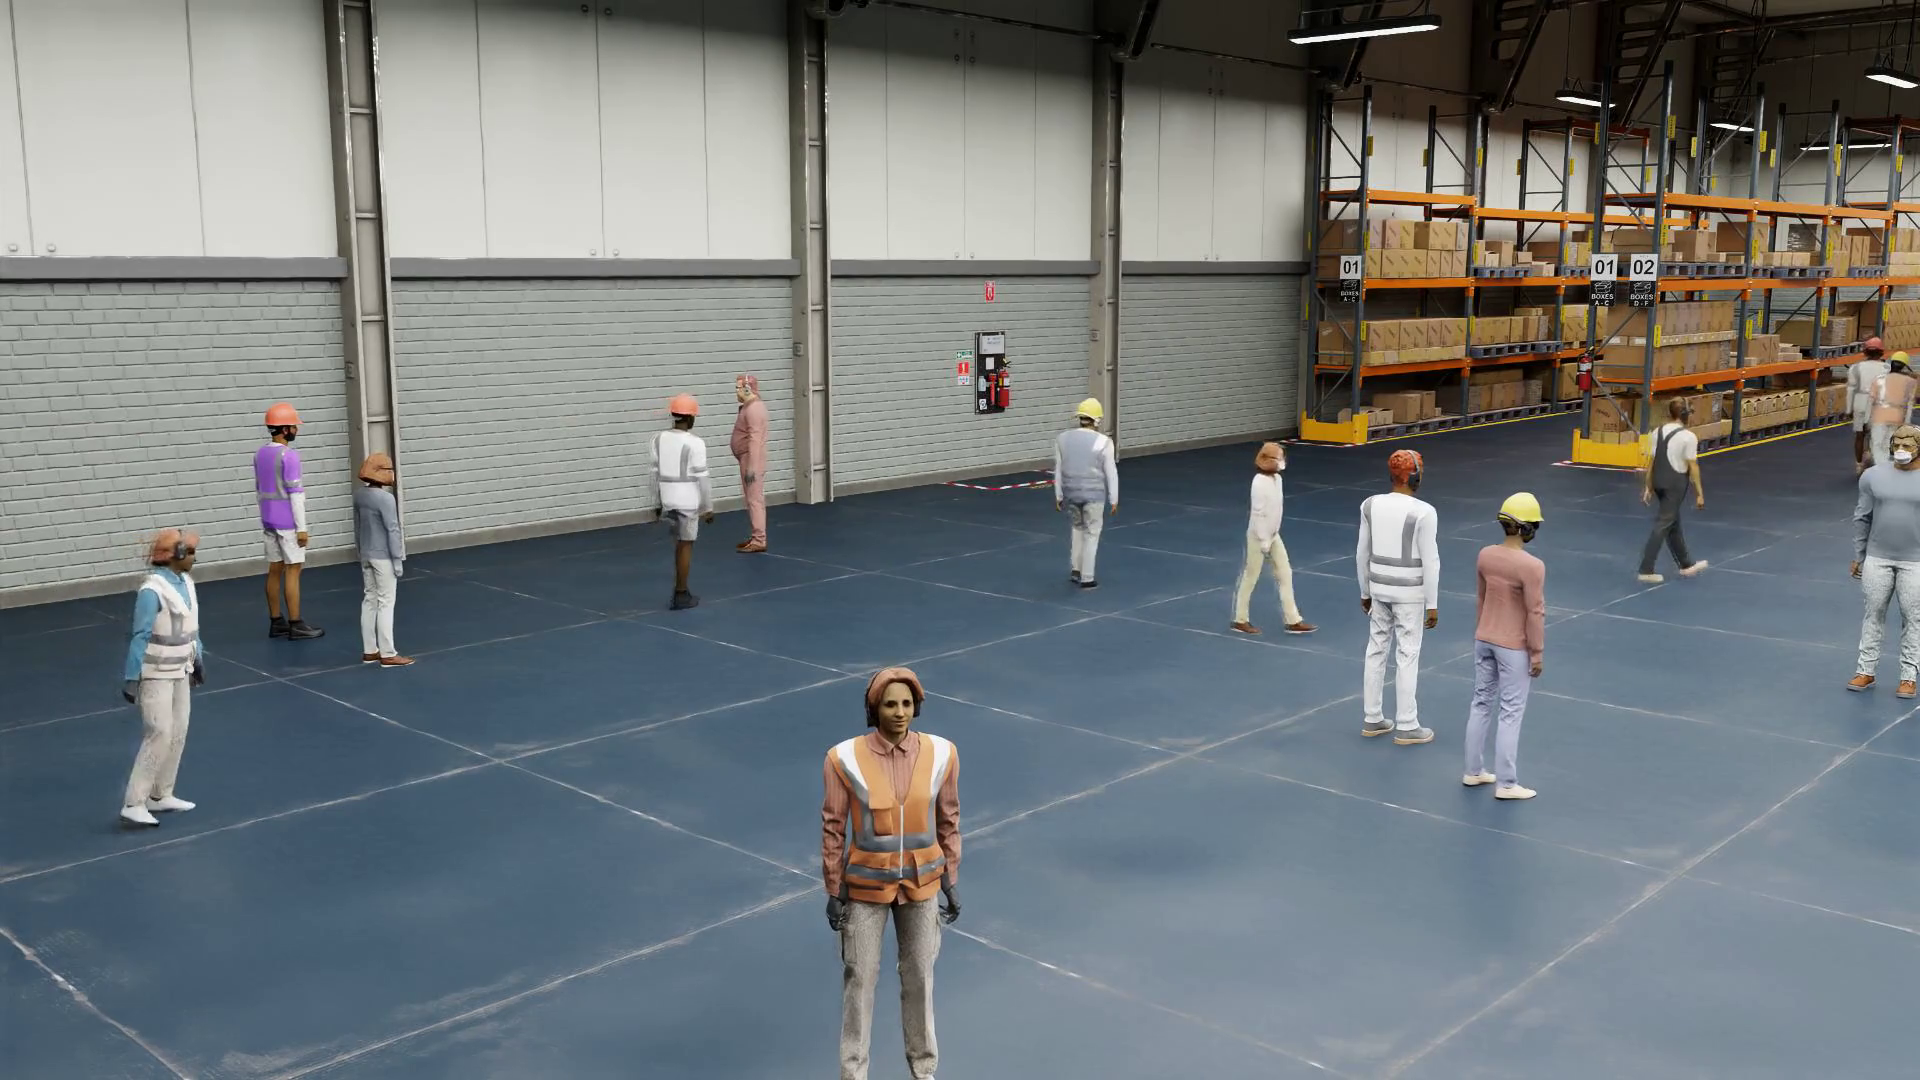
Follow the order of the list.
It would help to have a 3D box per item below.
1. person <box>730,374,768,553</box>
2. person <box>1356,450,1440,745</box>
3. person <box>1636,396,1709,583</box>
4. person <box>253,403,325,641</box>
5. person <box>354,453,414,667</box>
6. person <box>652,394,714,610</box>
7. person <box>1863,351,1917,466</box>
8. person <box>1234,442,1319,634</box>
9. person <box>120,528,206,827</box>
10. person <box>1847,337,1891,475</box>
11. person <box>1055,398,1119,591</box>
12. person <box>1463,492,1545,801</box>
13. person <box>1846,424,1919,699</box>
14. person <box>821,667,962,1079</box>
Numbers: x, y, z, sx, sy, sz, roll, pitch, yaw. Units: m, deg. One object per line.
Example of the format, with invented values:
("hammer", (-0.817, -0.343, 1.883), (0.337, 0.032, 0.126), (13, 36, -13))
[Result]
("person", (-2.247, -0.819, 17.759), (0.403, 1.904, 0.651), (-1, 9, -4))
("person", (2.805, 0.360, 10.635), (0.341, 1.882, 0.587), (-7, 12, -38))
("person", (6.938, -0.477, 15.981), (0.943, 1.797, 0.524), (-3, 10, -18))
("person", (-5.499, -0.150, 13.576), (0.546, 1.939, 0.375), (7, 12, 36))
("person", (-4.416, 0.148, 12.688), (0.504, 1.631, 0.279), (8, 12, 39))
("person", (-2.427, -0.347, 14.840), (0.565, 1.914, 0.585), (6, 11, 30))
("person", (12.766, -1.638, 22.807), (0.637, 1.883, 0.681), (2, 10, 12))
("person", (2.607, 0.007, 13.640), (0.779, 1.601, 0.515), (7, 11, 35))
("person", (-4.366, 0.738, 9.159), (0.404, 1.605, 0.547), (0, 9, -1))
("person", (13.210, -1.928, 24.172), (0.604, 2.029, 0.506), (7, 11, 35))
("person", (1.213, -0.427, 15.640), (0.616, 1.812, 0.495), (5, 11, 30))
("person", (3.159, 0.602, 9.557), (0.350, 1.759, 0.522), (-4, 10, -24))
("person", (6.645, 0.145, 11.783), (0.635, 1.939, 0.366), (8, 13, 42))
("person", (-0.242, 1.250, 5.939), (0.514, 1.645, 0.309), (-3, 10, -17))
